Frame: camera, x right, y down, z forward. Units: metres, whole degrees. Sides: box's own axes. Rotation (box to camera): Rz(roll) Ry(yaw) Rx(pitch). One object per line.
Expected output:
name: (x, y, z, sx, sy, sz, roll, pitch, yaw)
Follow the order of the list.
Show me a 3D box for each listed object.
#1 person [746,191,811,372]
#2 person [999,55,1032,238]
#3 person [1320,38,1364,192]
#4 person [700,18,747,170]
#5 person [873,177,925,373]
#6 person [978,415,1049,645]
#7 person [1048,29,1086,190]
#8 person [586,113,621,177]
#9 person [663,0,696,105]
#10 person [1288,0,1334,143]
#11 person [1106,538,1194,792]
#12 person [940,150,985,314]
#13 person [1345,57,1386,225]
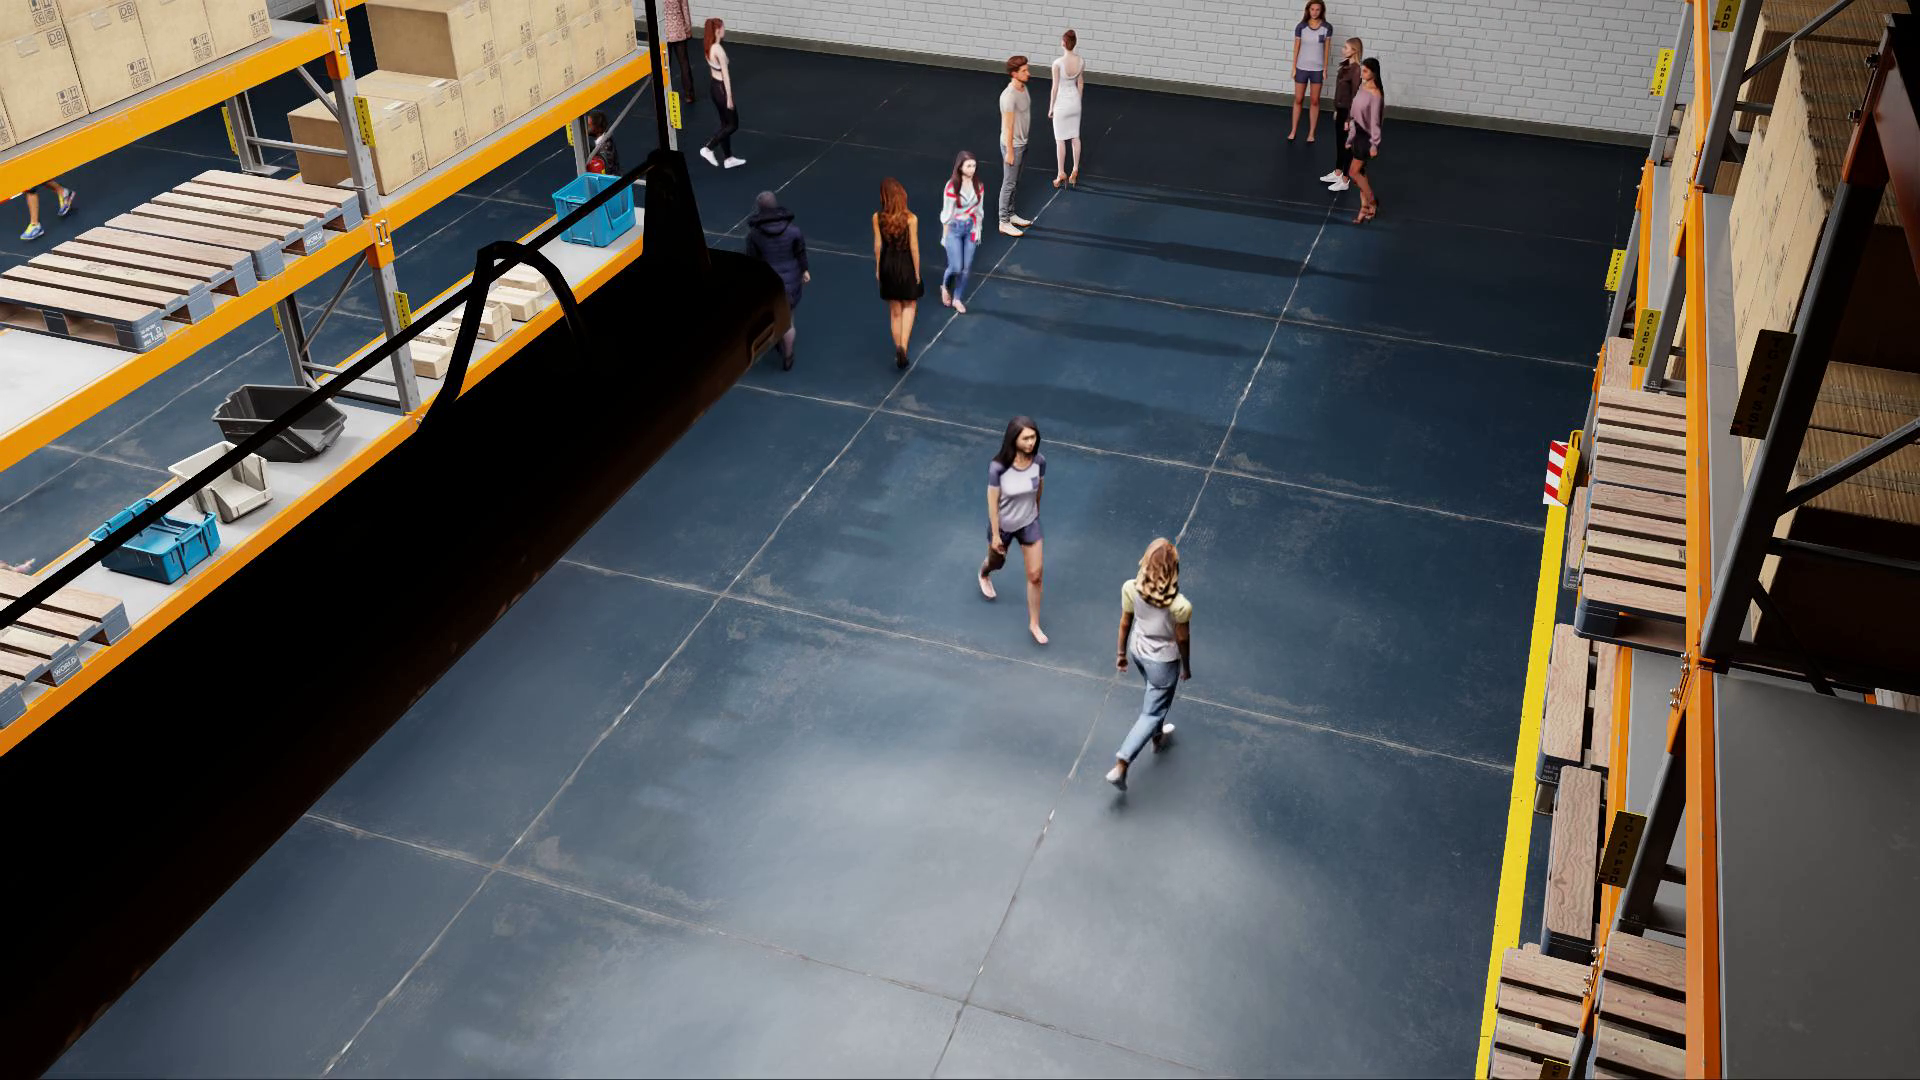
person: (-1.631, -2.288, 14.884, 0.839, 1.653, 0.897, 0, 34, 0)
person: (0.576, -4.169, 17.496, 0.722, 1.895, 0.464, 10, 35, 15)
person: (4.325, -4.759, 18.556, 0.734, 1.703, 0.594, -3, 34, -4)
person: (-2.790, -5.057, 18.975, 0.923, 1.736, 0.852, -17, 37, -24)
person: (-0.577, -2.283, 14.726, 0.656, 1.820, 0.719, 5, 34, 7)
person: (0.342, -0.145, 11.643, 1.042, 1.672, 1.138, -12, 35, -17)
person: (1.194, -4.807, 18.548, 0.635, 1.793, 0.699, -15, 36, -21)
person: (-3.328, -3.307, 16.305, 1.061, 1.777, 1.231, -3, 34, -4)
person: (-3.637, -6.398, 20.927, 0.773, 1.808, 0.783, -7, 34, -10)
person: (4.181, -5.617, 19.825, 0.610, 1.727, 0.569, 8, 34, 11)
person: (1.159, 0.796, 10.206, 0.859, 1.696, 1.174, 23, 40, 30)
person: (-0.023, -2.982, 15.978, 0.730, 1.598, 0.794, -13, 36, -19)
person: (4.386, -4.229, 17.682, 0.803, 1.788, 0.725, -6, 34, -9)
